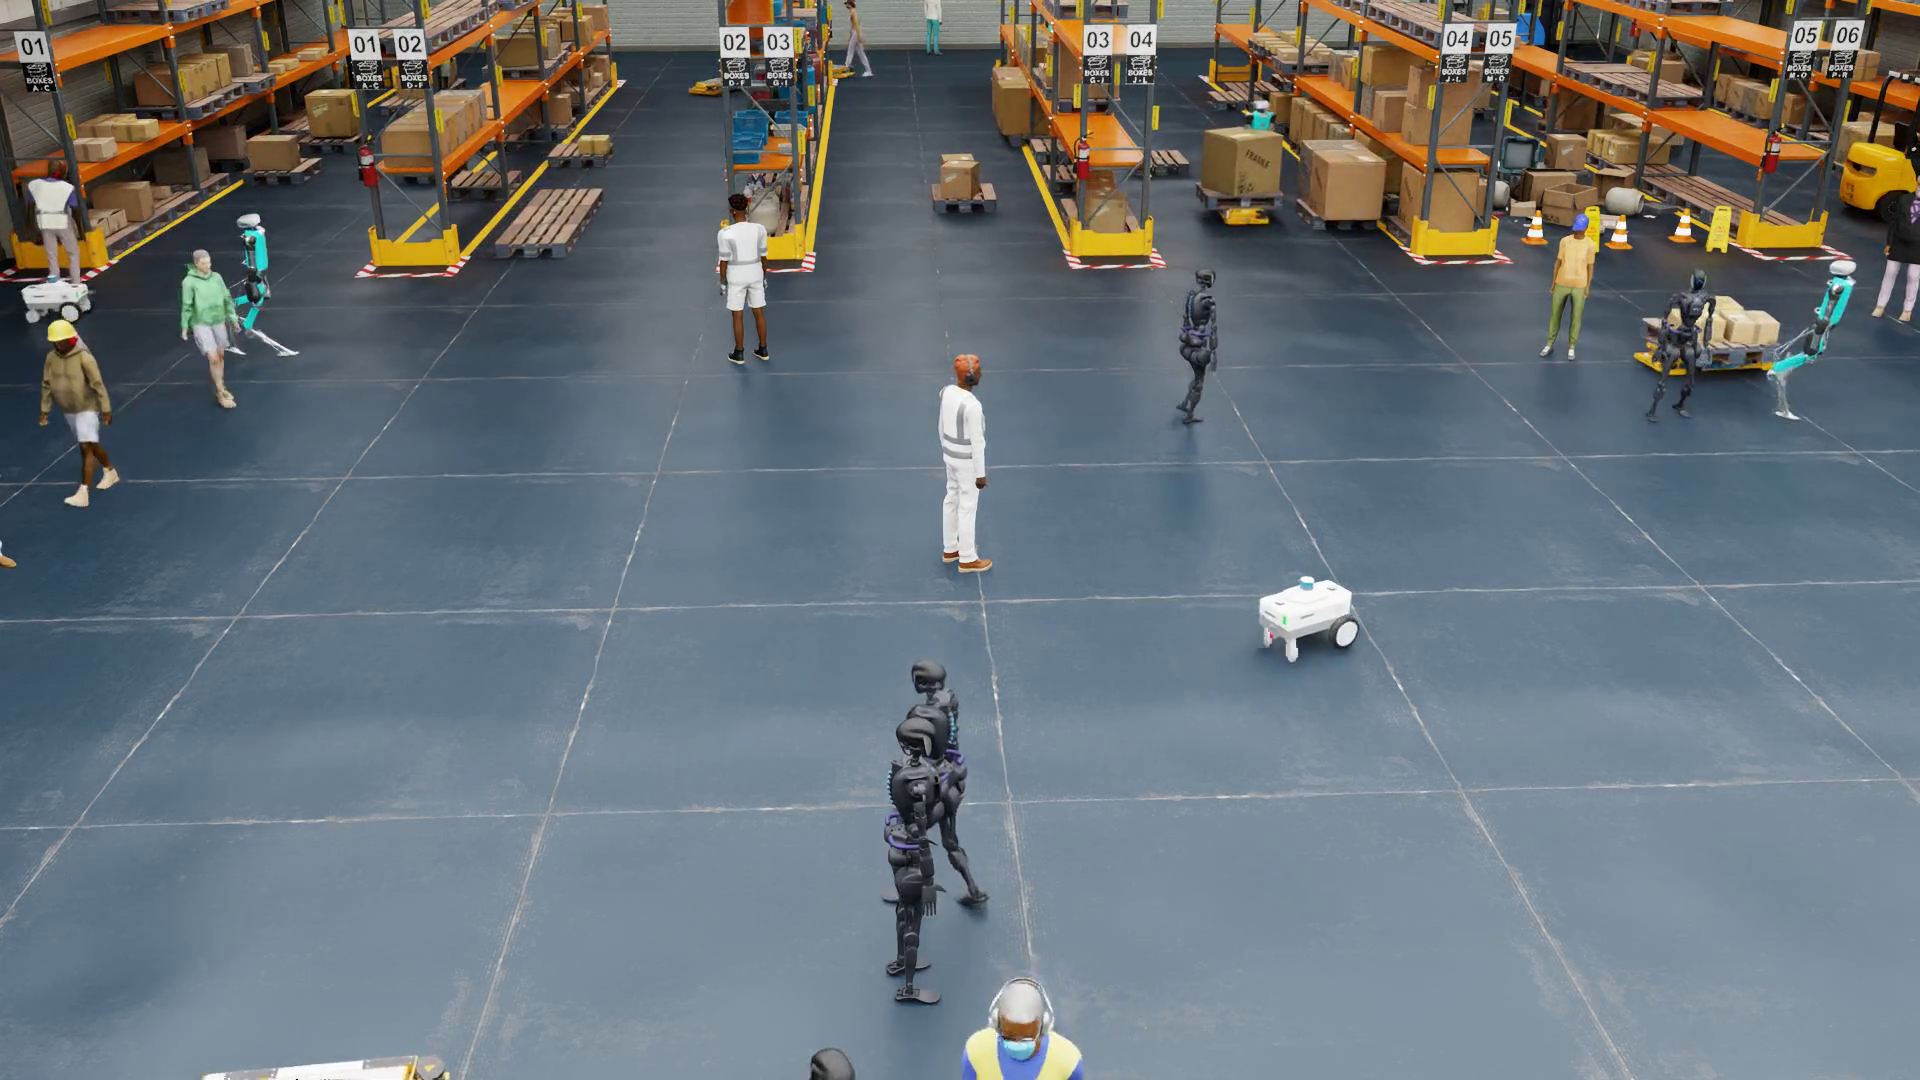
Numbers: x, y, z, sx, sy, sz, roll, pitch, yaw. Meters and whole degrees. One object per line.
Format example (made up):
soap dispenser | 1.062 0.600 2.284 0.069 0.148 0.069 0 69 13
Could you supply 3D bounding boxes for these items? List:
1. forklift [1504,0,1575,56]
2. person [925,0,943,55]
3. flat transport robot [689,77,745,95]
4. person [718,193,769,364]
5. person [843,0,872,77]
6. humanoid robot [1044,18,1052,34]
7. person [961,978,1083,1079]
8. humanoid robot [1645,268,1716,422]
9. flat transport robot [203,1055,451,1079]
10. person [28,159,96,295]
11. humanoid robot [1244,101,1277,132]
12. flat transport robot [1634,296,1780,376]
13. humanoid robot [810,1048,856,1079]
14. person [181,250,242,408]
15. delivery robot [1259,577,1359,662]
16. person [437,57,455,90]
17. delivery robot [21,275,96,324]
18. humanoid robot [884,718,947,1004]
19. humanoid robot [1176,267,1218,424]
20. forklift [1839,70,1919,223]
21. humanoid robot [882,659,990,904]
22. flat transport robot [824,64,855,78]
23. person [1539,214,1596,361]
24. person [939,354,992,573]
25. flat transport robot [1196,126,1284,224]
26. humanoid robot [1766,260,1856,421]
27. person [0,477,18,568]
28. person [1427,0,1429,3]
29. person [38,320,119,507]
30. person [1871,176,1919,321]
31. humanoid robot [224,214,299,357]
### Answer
forklift | 14.700 -13.805 42.301 1.873 2.768 1.129 -1 24 -2
person | -0.673 -13.324 42.576 0.521 1.764 0.316 18 30 35
flat transport robot | -5.392 -10.228 37.455 0.659 0.231 1.431 15 28 30
person | -2.491 -3.015 19.180 0.601 1.957 0.383 -13 27 -27
person | -2.489 -11.863 39.253 0.833 1.794 0.543 2 24 5
humanoid robot | 2.322 -12.972 41.656 0.735 1.672 0.533 5 25 12
person | 0.212 2.574 6.717 0.541 1.870 0.667 7 25 16
humanoid robot | 7.537 -2.060 17.373 0.609 1.634 0.396 -2 24 -4
flat transport robot | -3.255 2.856 8.055 1.431 0.231 0.659 -3 24 -7
person | -11.797 -4.022 21.628 0.726 1.807 0.393 -6 25 -14
humanoid robot | 4.608 -6.106 26.406 0.530 1.787 0.751 -8 25 -17
flat transport robot | 8.632 -2.122 19.241 1.431 0.231 0.659 -4 24 -9
humanoid robot | -0.514 2.707 6.663 0.586 1.654 0.361 -19 30 -36
person | -7.994 -2.255 17.773 0.721 1.704 0.575 18 30 35
delivery robot | 2.682 0.567 12.836 0.757 0.586 0.517 -13 27 -27
person | -11.196 -10.325 35.958 0.536 1.668 0.810 -1 24 -3
delivery robot | -11.350 -3.028 20.930 0.789 0.598 0.499 -2 24 -4
humanoid robot | -0.244 1.687 8.932 0.315 1.657 0.599 -3 24 -8
humanoid robot | 2.484 -2.026 17.292 0.335 1.642 0.613 -11 26 -23
forklift | 15.132 -6.143 25.915 2.313 2.155 1.214 -1 24 -2
humanoid robot | -0.140 1.431 9.563 0.625 1.659 0.608 13 27 27
flat transport robot | -3.273 -11.136 39.494 1.431 0.231 0.659 9 26 19
person | 7.078 -2.937 19.292 0.437 1.716 0.359 13 27 27
person | 0.035 -0.650 13.947 0.337 1.882 0.583 -13 27 -28
flat transport robot | 4.390 -5.227 26.218 0.659 0.231 1.431 -1 24 -2
humanoid robot | 8.768 -2.056 17.318 0.733 1.806 0.530 18 30 35
person | -8.294 -0.588 13.812 0.378 1.890 0.564 13 27 26
person | 11.672 -12.989 41.776 0.378 1.797 0.603 -6 25 -12
person | -8.186 -1.186 15.358 0.528 1.716 0.886 5 25 12
person | 11.872 -3.670 20.784 0.544 1.850 0.409 19 30 37
humanoid robot | -8.298 -2.877 19.188 1.043 1.761 0.549 -3 24 -6
